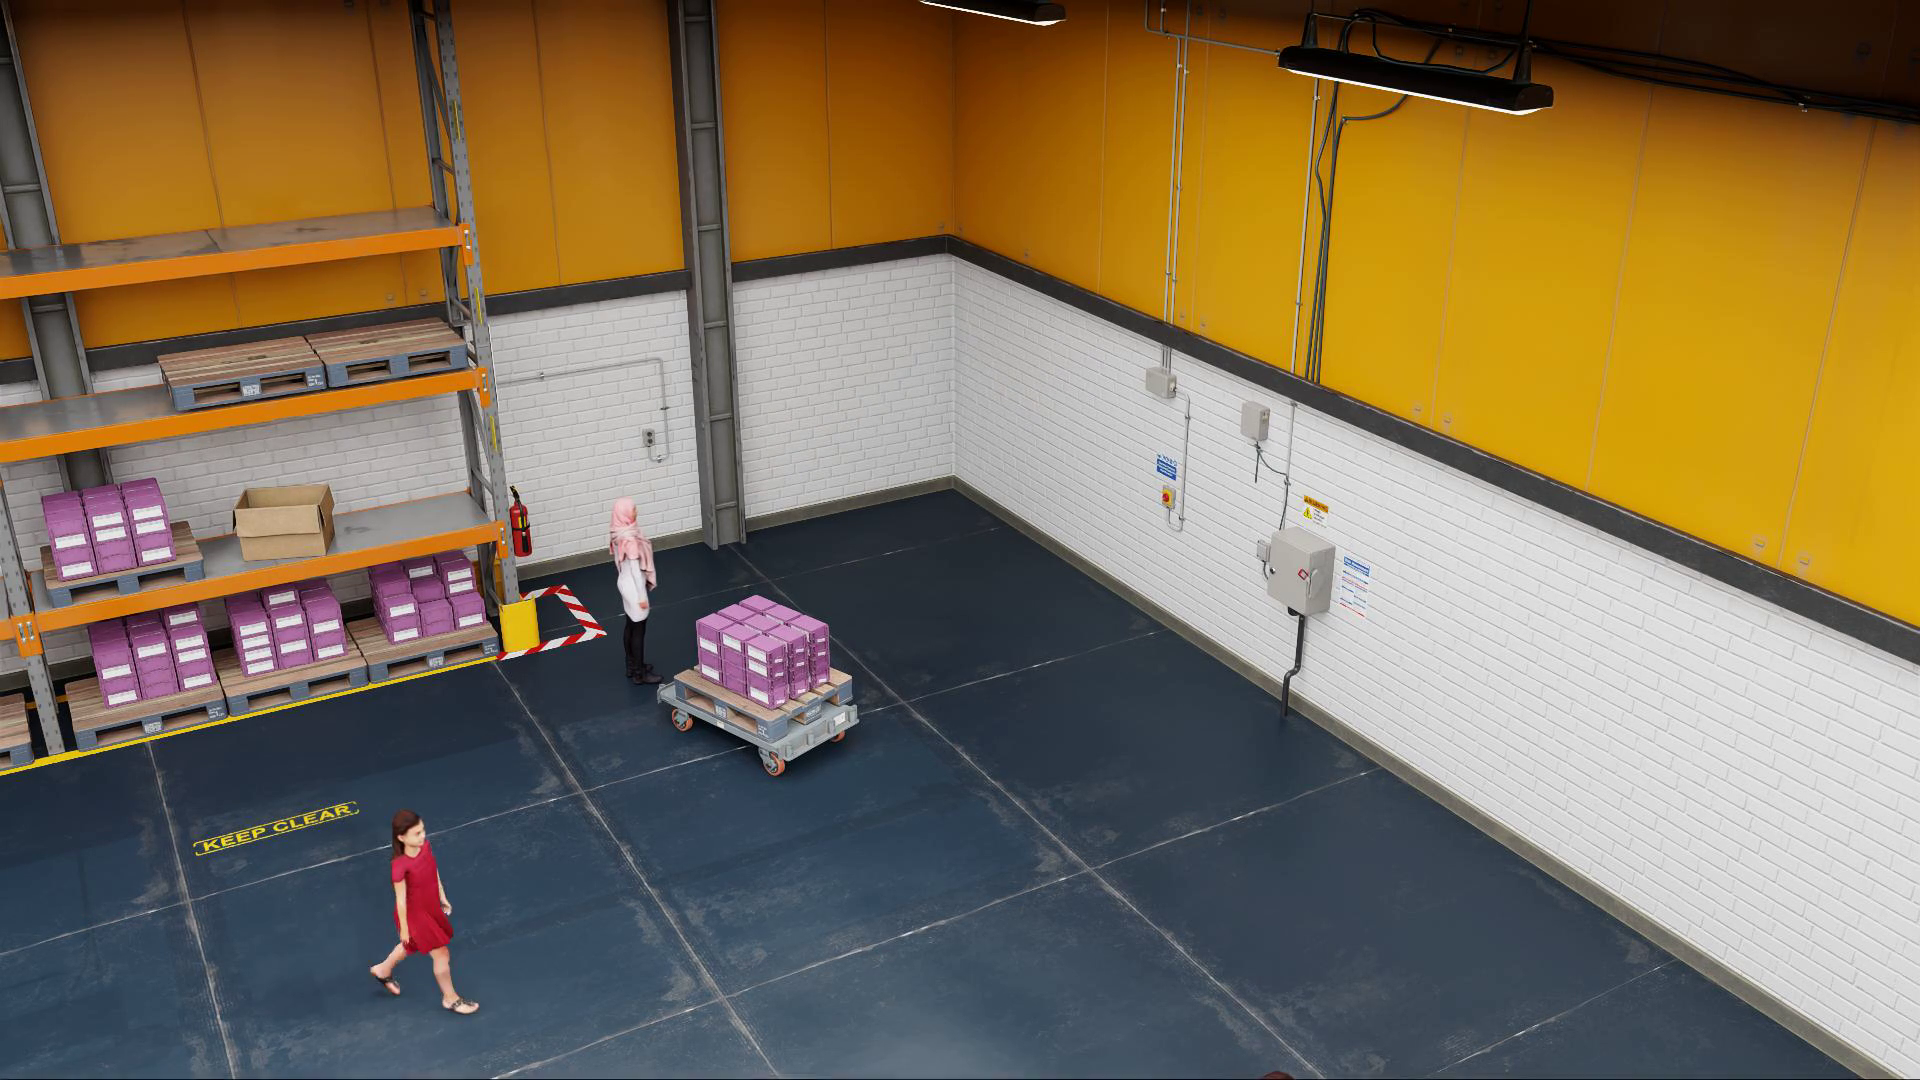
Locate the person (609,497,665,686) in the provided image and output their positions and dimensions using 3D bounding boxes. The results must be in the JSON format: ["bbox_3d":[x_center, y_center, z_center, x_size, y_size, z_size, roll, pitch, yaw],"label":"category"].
[{"bbox_3d":[-2.973,0.453,15.104,0.585,1.803,0.628,-11,26,-24],"label":"person"}]

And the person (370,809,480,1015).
[{"bbox_3d":[-3.624,2.427,10.938,1.057,1.522,0.936,4,24,8],"label":"person"}]
